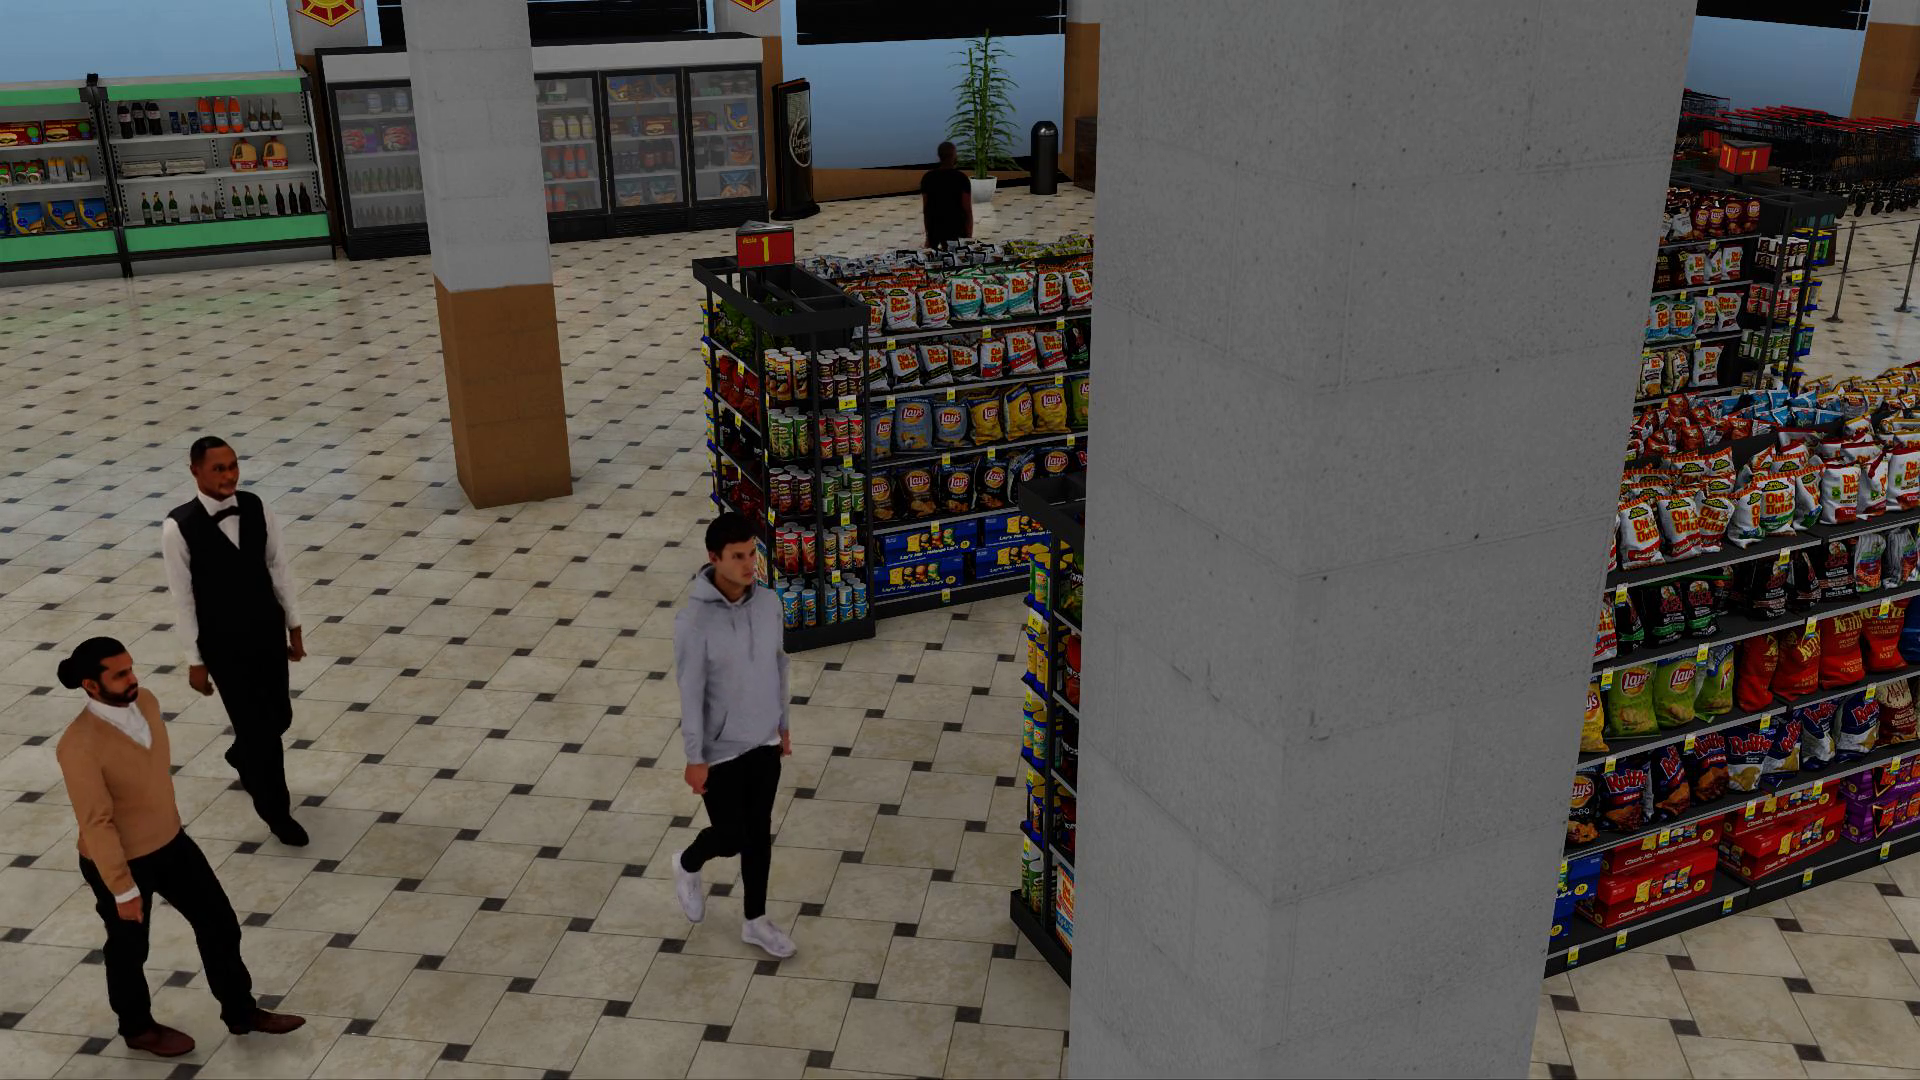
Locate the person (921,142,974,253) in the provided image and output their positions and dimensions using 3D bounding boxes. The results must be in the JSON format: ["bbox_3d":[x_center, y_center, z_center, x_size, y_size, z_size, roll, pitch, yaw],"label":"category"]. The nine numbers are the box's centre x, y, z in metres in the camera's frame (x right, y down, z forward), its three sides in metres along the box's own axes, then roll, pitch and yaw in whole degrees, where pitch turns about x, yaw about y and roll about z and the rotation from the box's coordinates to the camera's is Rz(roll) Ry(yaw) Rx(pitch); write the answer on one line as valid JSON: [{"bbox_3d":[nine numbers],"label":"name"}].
[{"bbox_3d":[-0.125,-2.917,16.044,0.733,1.818,0.776,9,24,22],"label":"person"}]

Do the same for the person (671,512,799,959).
[{"bbox_3d":[-0.971,0.776,6.719,0.940,1.918,0.950,20,29,40],"label":"person"}]

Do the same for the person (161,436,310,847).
[{"bbox_3d":[-3.318,0.422,7.620,1.040,1.903,1.119,17,28,37],"label":"person"}]

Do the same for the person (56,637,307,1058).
[{"bbox_3d":[-3.054,1.143,6.055,1.055,1.733,0.966,4,22,10],"label":"person"}]
